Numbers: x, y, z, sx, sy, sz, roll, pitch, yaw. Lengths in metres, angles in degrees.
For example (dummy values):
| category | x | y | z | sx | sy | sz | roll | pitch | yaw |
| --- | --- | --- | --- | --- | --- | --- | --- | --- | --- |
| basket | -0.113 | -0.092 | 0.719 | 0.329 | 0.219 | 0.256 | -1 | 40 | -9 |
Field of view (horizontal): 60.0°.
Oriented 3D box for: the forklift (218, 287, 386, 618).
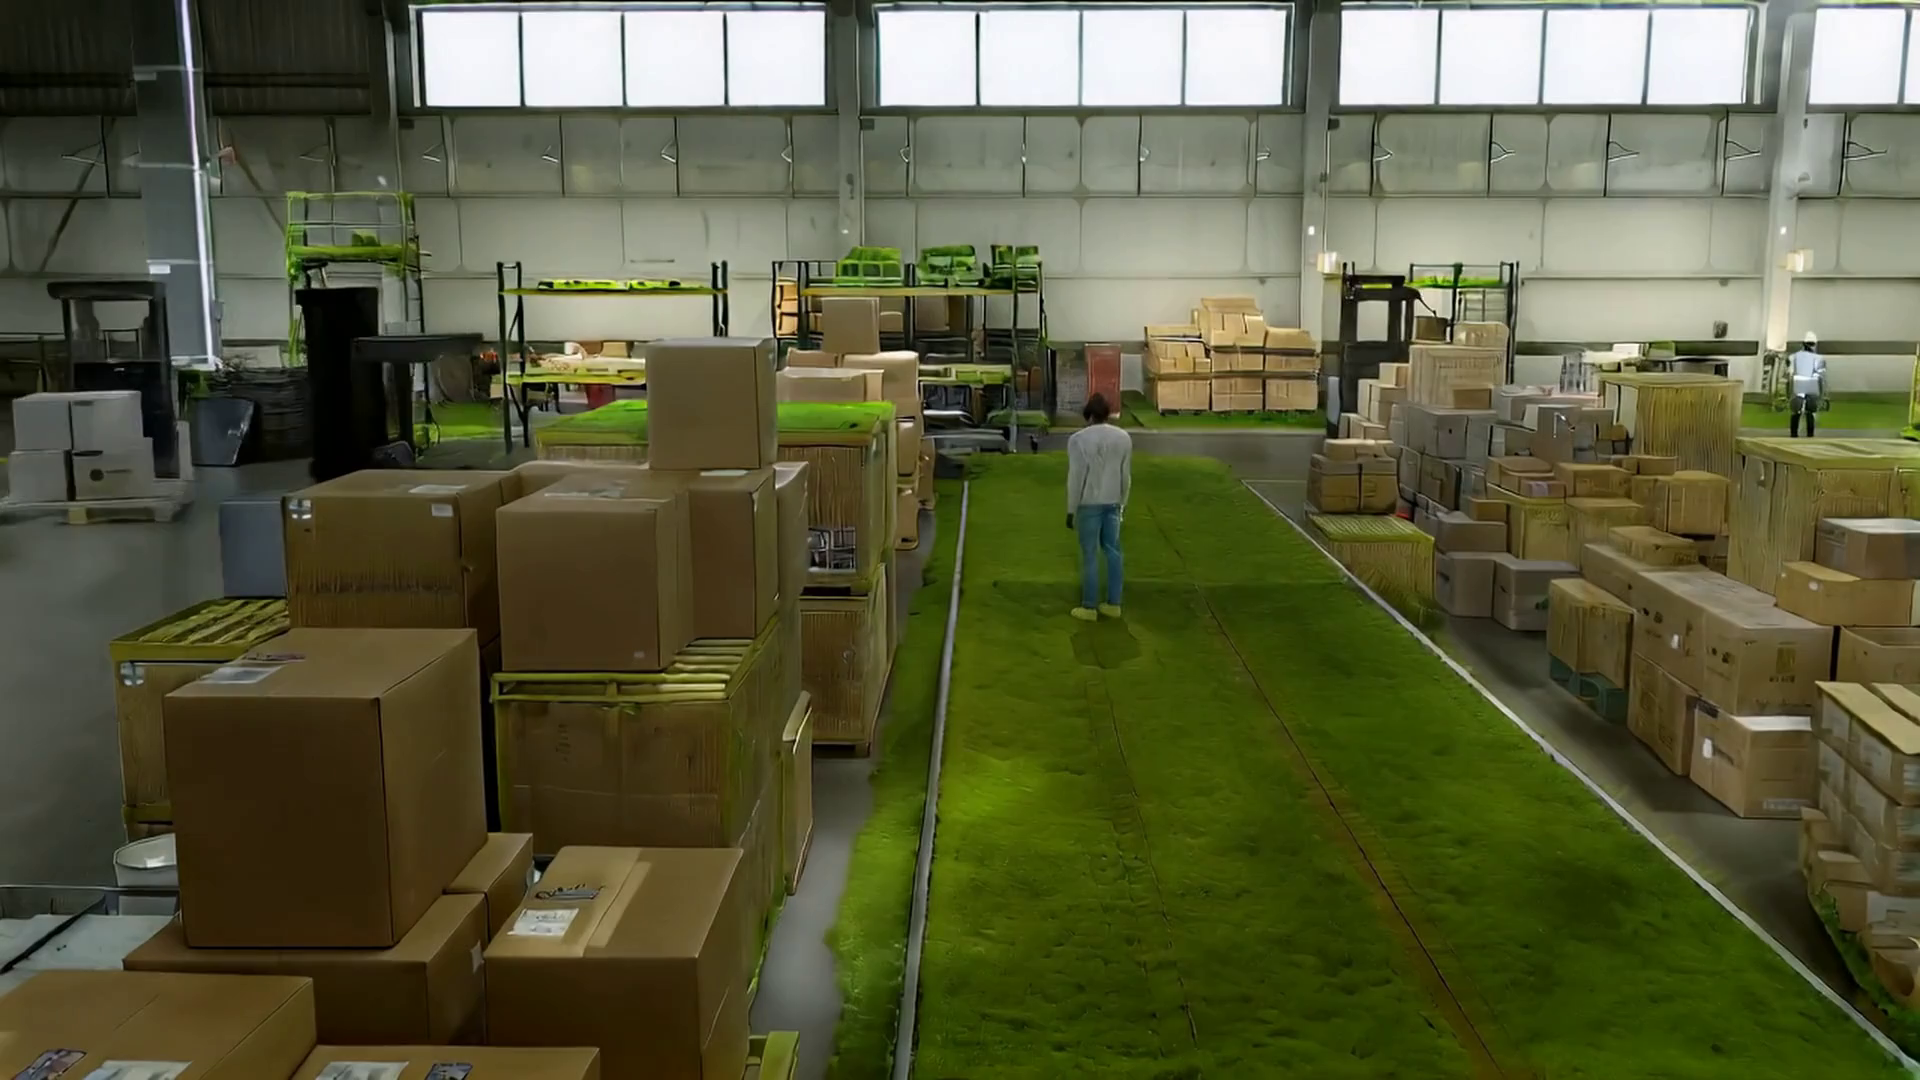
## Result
| category | x | y | z | sx | sy | sz | roll | pitch | yaw |
| --- | --- | --- | --- | --- | --- | --- | --- | --- | --- |
| forklift | -5.119 | -0.712 | 13.902 | 1.873 | 2.768 | 1.129 | 0 | 9 | 1 |

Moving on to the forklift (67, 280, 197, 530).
| category | x | y | z | sx | sy | sz | roll | pitch | yaw |
| --- | --- | --- | --- | --- | --- | --- | --- | --- | --- |
| forklift | -9.751 | -1.647 | 19.498 | 1.129 | 2.768 | 1.873 | -3 | 10 | -16 |

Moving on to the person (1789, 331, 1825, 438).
| category | x | y | z | sx | sy | sz | roll | pitch | yaw |
| --- | --- | --- | --- | --- | --- | --- | --- | --- | --- |
| person | 13.582 | -2.377 | 26.682 | 0.351 | 1.942 | 0.547 | -9 | 13 | -42 |

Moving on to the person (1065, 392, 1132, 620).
| category | x | y | z | sx | sy | sz | roll | pitch | yaw |
| --- | --- | --- | --- | --- | --- | --- | --- | --- | --- |
| person | 1.166 | -0.284 | 14.156 | 0.629 | 1.939 | 0.371 | -5 | 11 | -29 |

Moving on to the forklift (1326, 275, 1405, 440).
| category | x | y | z | sx | sy | sz | roll | pitch | yaw |
| --- | --- | --- | --- | --- | --- | --- | --- | --- | --- |
| forklift | 6.851 | -3.018 | 27.714 | 1.129 | 2.768 | 1.873 | 0 | 9 | 1 |
